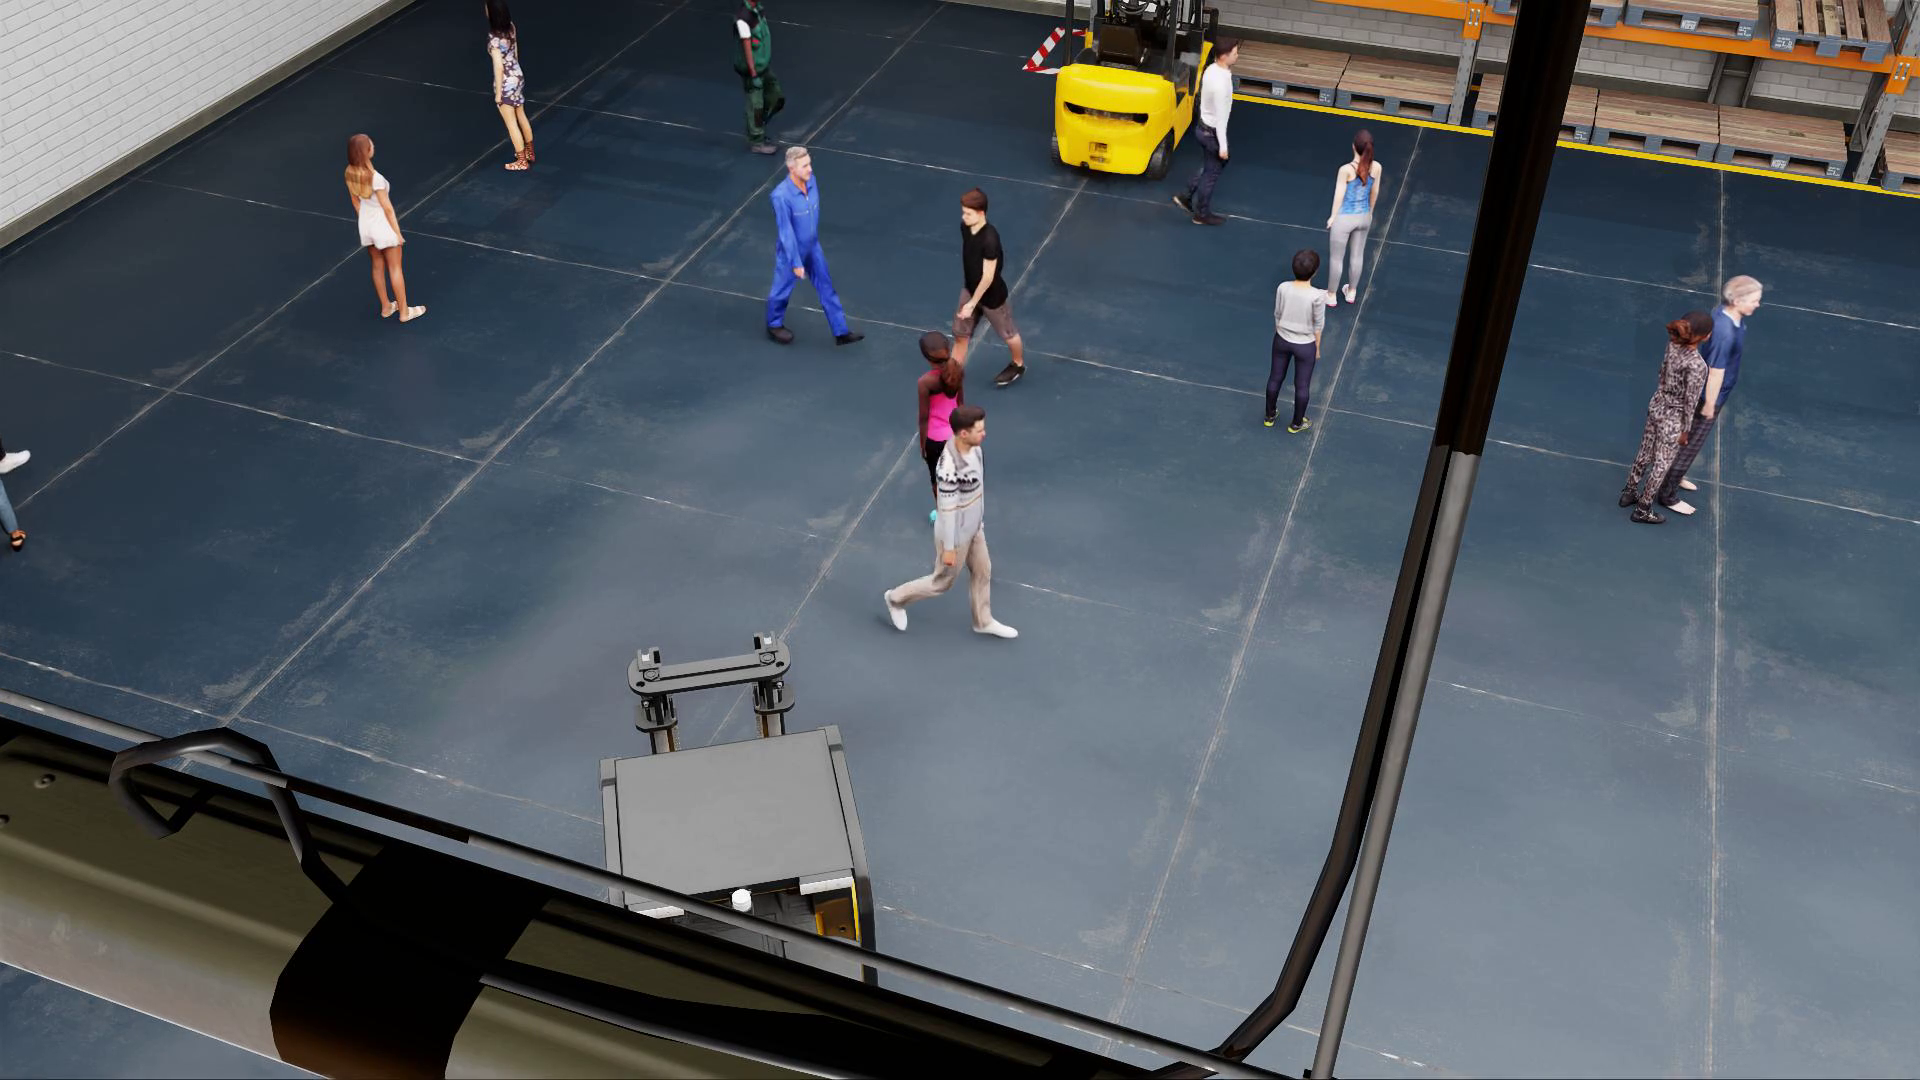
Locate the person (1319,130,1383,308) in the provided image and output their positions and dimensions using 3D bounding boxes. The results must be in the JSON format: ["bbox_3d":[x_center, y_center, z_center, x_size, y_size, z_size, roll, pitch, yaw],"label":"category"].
[{"bbox_3d":[3.381,-2.779,14.362,0.641,1.610,0.720,-10,40,-12],"label":"person"}]

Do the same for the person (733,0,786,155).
[{"bbox_3d":[-2.124,-4.723,16.622,0.691,1.827,0.697,10,40,12],"label":"person"}]

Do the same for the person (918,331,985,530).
[{"bbox_3d":[-0.065,-0.674,11.650,0.844,1.704,0.930,-18,42,-22],"label":"person"}]

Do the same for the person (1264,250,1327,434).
[{"bbox_3d":[2.588,-1.535,12.850,0.480,1.554,0.642,21,43,24],"label":"person"}]

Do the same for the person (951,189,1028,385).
[{"bbox_3d":[0.288,-1.968,13.188,1.142,1.808,1.258,-26,45,-28],"label":"person"}]

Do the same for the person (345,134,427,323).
[{"bbox_3d":[-4.944,-2.648,14.128,0.539,1.697,0.661,19,43,23],"label":"person"}]

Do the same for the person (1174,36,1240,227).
[{"bbox_3d":[2.243,-3.771,15.409,0.847,1.853,0.770,-1,39,-1],"label":"person"}]

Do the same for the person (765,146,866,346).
[{"bbox_3d":[-1.420,-2.412,13.763,1.242,1.784,0.942,24,44,27],"label":"person"}]

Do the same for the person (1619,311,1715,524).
[{"bbox_3d":[5.076,-0.890,11.914,0.693,1.714,0.669,-4,39,-5],"label":"person"}]

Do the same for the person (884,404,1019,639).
[{"bbox_3d":[-0.102,-0.103,10.832,1.138,1.833,0.740,11,40,14],"label":"person"}]

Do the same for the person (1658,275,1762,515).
[{"bbox_3d":[5.402,-1.075,12.020,0.564,1.870,0.673,16,41,19],"label":"person"}]

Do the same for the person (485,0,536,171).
[{"bbox_3d":[-4.458,-4.498,16.416,0.536,1.733,0.622,9,39,11],"label":"person"}]
